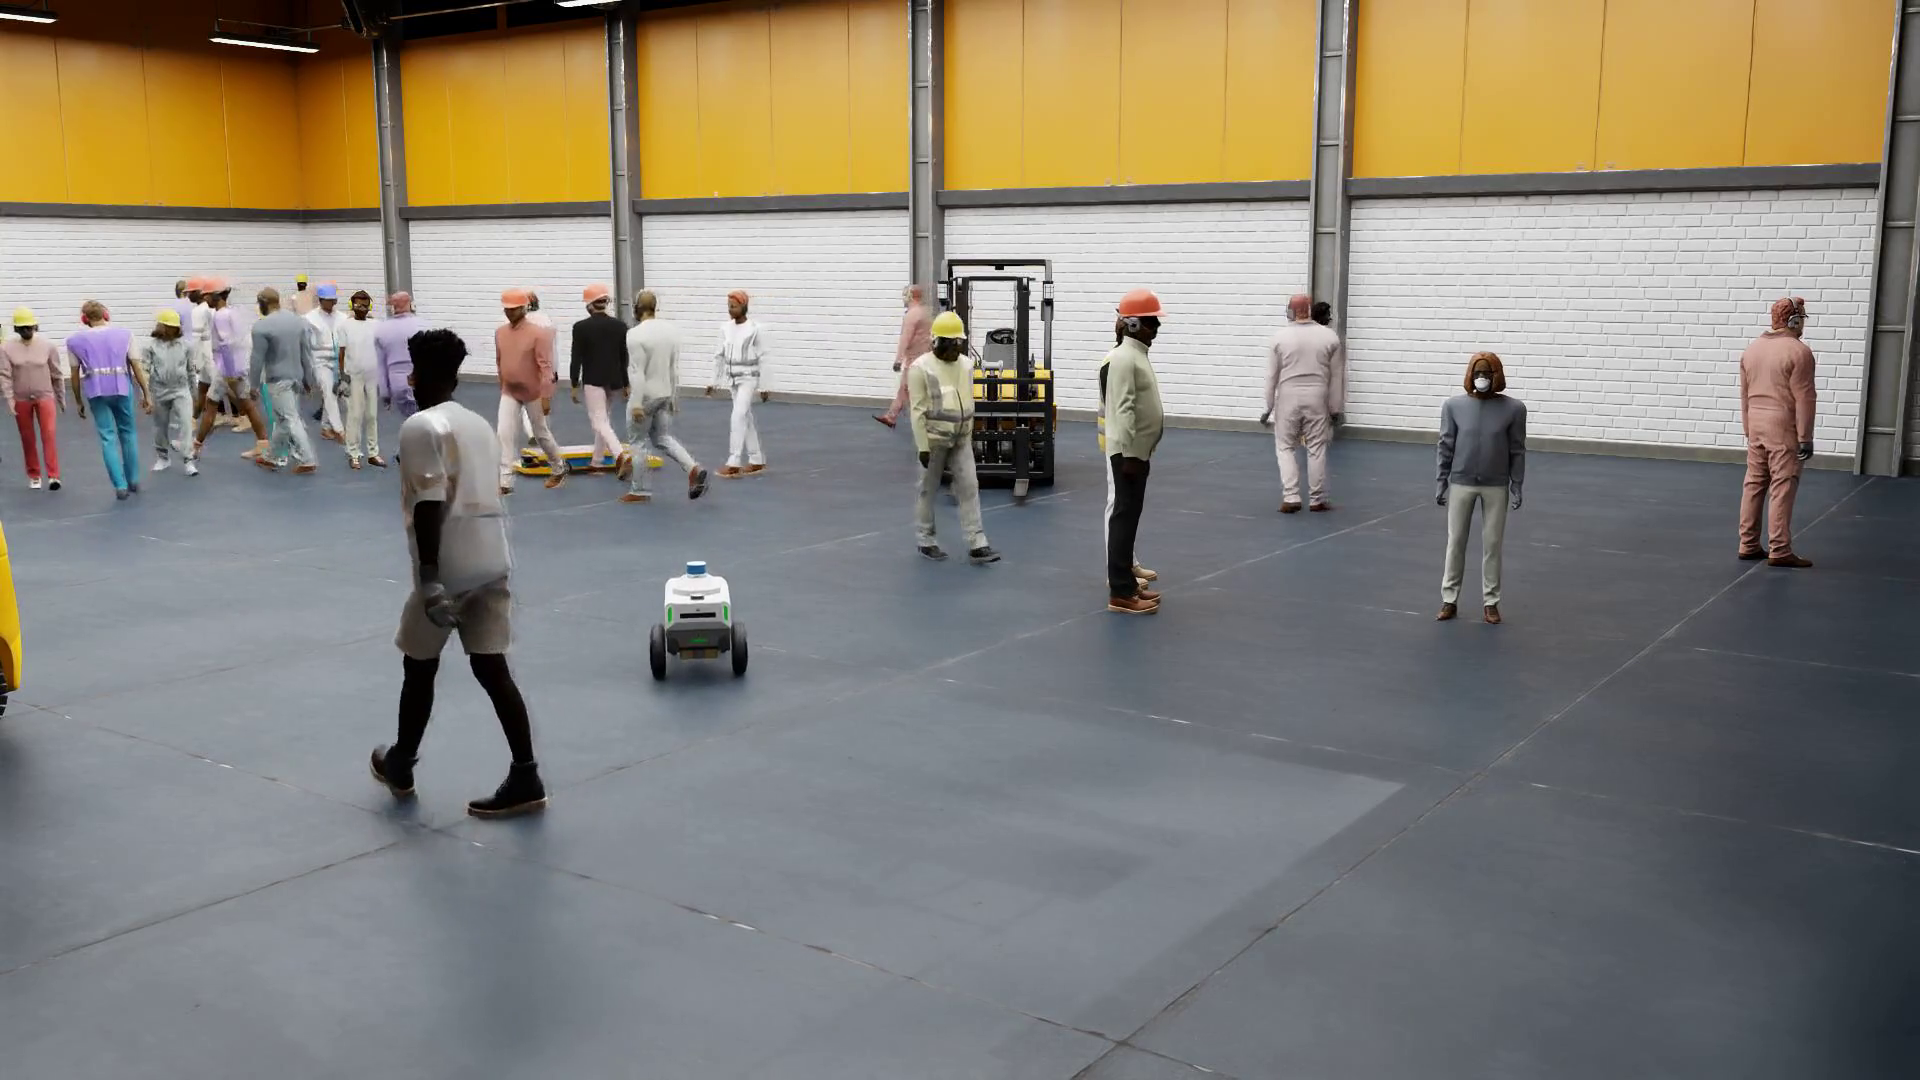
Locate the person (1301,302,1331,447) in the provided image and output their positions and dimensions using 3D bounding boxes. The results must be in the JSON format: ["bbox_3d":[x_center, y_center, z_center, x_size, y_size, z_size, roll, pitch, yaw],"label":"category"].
[{"bbox_3d":[4.133,-1.914,19.320,0.320,1.690,0.535,1,10,7],"label":"person"}]

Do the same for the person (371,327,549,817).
[{"bbox_3d":[-2.022,0.126,6.541,0.854,1.898,0.660,4,10,22],"label":"person"}]

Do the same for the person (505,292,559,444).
[{"bbox_3d":[-5.111,-2.055,19.824,0.637,1.805,0.939,-3,10,-19],"label":"person"}]

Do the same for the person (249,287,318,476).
[{"bbox_3d":[-6.903,-1.584,16.742,0.965,1.886,0.646,3,10,19],"label":"person"}]

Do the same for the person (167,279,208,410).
[{"bbox_3d":[-11.043,-2.790,23.911,0.938,1.908,0.636,5,11,25],"label":"person"}]

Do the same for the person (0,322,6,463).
[{"bbox_3d":[-10.226,-1.680,17.291,0.548,1.909,0.880,-1,10,-7],"label":"person"}]

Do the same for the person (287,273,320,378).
[{"bbox_3d":[-12.069,-3.937,30.643,0.584,1.928,0.374,-7,12,-35],"label":"person"}]

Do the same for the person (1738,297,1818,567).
[{"bbox_3d":[5.833,-0.766,11.824,0.410,1.909,0.643,-3,10,-15],"label":"person"}]

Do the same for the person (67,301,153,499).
[{"bbox_3d":[-7.803,-1.294,15.295,0.647,1.791,0.870,-5,11,-29],"label":"person"}]

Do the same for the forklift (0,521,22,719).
[{"bbox_3d":[-5.296,-0.090,6.943,1.214,2.155,2.313,7,12,35],"label":"forklift"}]

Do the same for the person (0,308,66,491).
[{"bbox_3d":[-8.643,-1.296,15.523,0.523,1.713,0.899,-5,11,-28],"label":"person"}]

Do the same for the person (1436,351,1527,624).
[{"bbox_3d":[3.104,-0.313,9.938,0.507,1.632,0.268,3,10,19],"label":"person"}]

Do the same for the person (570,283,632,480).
[{"bbox_3d":[-3.517,-1.565,16.479,0.619,1.957,0.955,-8,13,-40],"label":"person"}]

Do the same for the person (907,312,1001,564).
[{"bbox_3d":[-0.046,-0.702,11.756,0.629,1.794,0.827,-7,12,-38],"label":"person"}]

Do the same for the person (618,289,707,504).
[{"bbox_3d":[-2.667,-1.246,14.672,0.768,1.920,0.634,4,10,24],"label":"person"}]

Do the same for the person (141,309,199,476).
[{"bbox_3d":[-8.037,-1.505,16.902,0.521,1.686,0.948,-6,11,-30],"label":"person"}]

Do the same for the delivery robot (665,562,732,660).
[{"bbox_3d":[-1.400,0.359,8.864,0.477,0.478,0.707,-2,10,-9],"label":"delivery robot"}]

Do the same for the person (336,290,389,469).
[{"bbox_3d":[-6.231,-1.677,17.382,0.328,1.865,0.521,9,13,43],"label":"person"}]

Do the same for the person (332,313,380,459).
[{"bbox_3d":[-6.593,-1.703,18.258,0.565,1.609,0.548,6,11,34],"label":"person"}]

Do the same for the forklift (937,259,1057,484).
[{"bbox_3d":[0.370,-1.738,16.759,1.214,2.155,2.313,1,10,3],"label":"forklift"}]

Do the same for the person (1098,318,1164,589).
[{"bbox_3d":[1.138,-0.605,11.064,0.429,1.842,0.625,3,10,18],"label":"person"}]

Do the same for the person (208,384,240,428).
[{"bbox_3d":[-9.596,-2.278,21.504,0.491,1.682,0.505,-4,10,-21],"label":"person"}]

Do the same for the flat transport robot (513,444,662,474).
[{"bbox_3d":[-3.866,-0.847,17.164,1.431,0.197,0.652,-5,11,-28],"label":"flat transport robot"}]

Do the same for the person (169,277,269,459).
[{"bbox_3d":[-8.027,-1.842,18.008,1.047,1.980,0.621,-1,10,-6],"label":"person"}]

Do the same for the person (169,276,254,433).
[{"bbox_3d":[-9.363,-2.302,20.780,1.098,1.981,0.618,-1,10,-3],"label":"person"}]

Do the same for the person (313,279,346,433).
[{"bbox_3d":[-7.888,-2.290,20.830,0.421,1.924,0.570,0,10,3],"label":"person"}]

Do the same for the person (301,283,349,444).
[{"bbox_3d":[-7.484,-2.097,19.795,0.994,1.895,0.630,9,13,44],"label":"person"}]

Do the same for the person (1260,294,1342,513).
[{"bbox_3d":[2.959,-1.152,14.253,0.748,1.887,0.447,0,10,0],"label":"person"}]

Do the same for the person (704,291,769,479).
[{"bbox_3d":[-2.264,-1.540,16.579,0.579,1.850,0.834,9,13,42],"label":"person"}]

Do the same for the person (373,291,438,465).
[{"bbox_3d":[-5.333,-1.462,16.089,0.690,1.872,0.745,2,10,9],"label":"person"}]

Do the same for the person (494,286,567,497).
[{"bbox_3d":[-4.013,-1.384,15.430,0.622,1.945,1.017,3,10,19],"label":"person"}]

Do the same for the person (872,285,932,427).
[{"bbox_3d":[-0.644,-2.330,21.305,1.023,1.849,0.672,2,10,11],"label":"person"}]

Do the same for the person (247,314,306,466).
[{"bbox_3d":[-7.206,-1.644,17.568,0.538,1.740,0.487,-3,10,-20],"label":"person"}]

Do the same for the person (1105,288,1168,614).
[{"bbox_3d":[1.082,-0.553,10.288,0.379,1.996,0.611,2,10,12],"label":"person"}]
